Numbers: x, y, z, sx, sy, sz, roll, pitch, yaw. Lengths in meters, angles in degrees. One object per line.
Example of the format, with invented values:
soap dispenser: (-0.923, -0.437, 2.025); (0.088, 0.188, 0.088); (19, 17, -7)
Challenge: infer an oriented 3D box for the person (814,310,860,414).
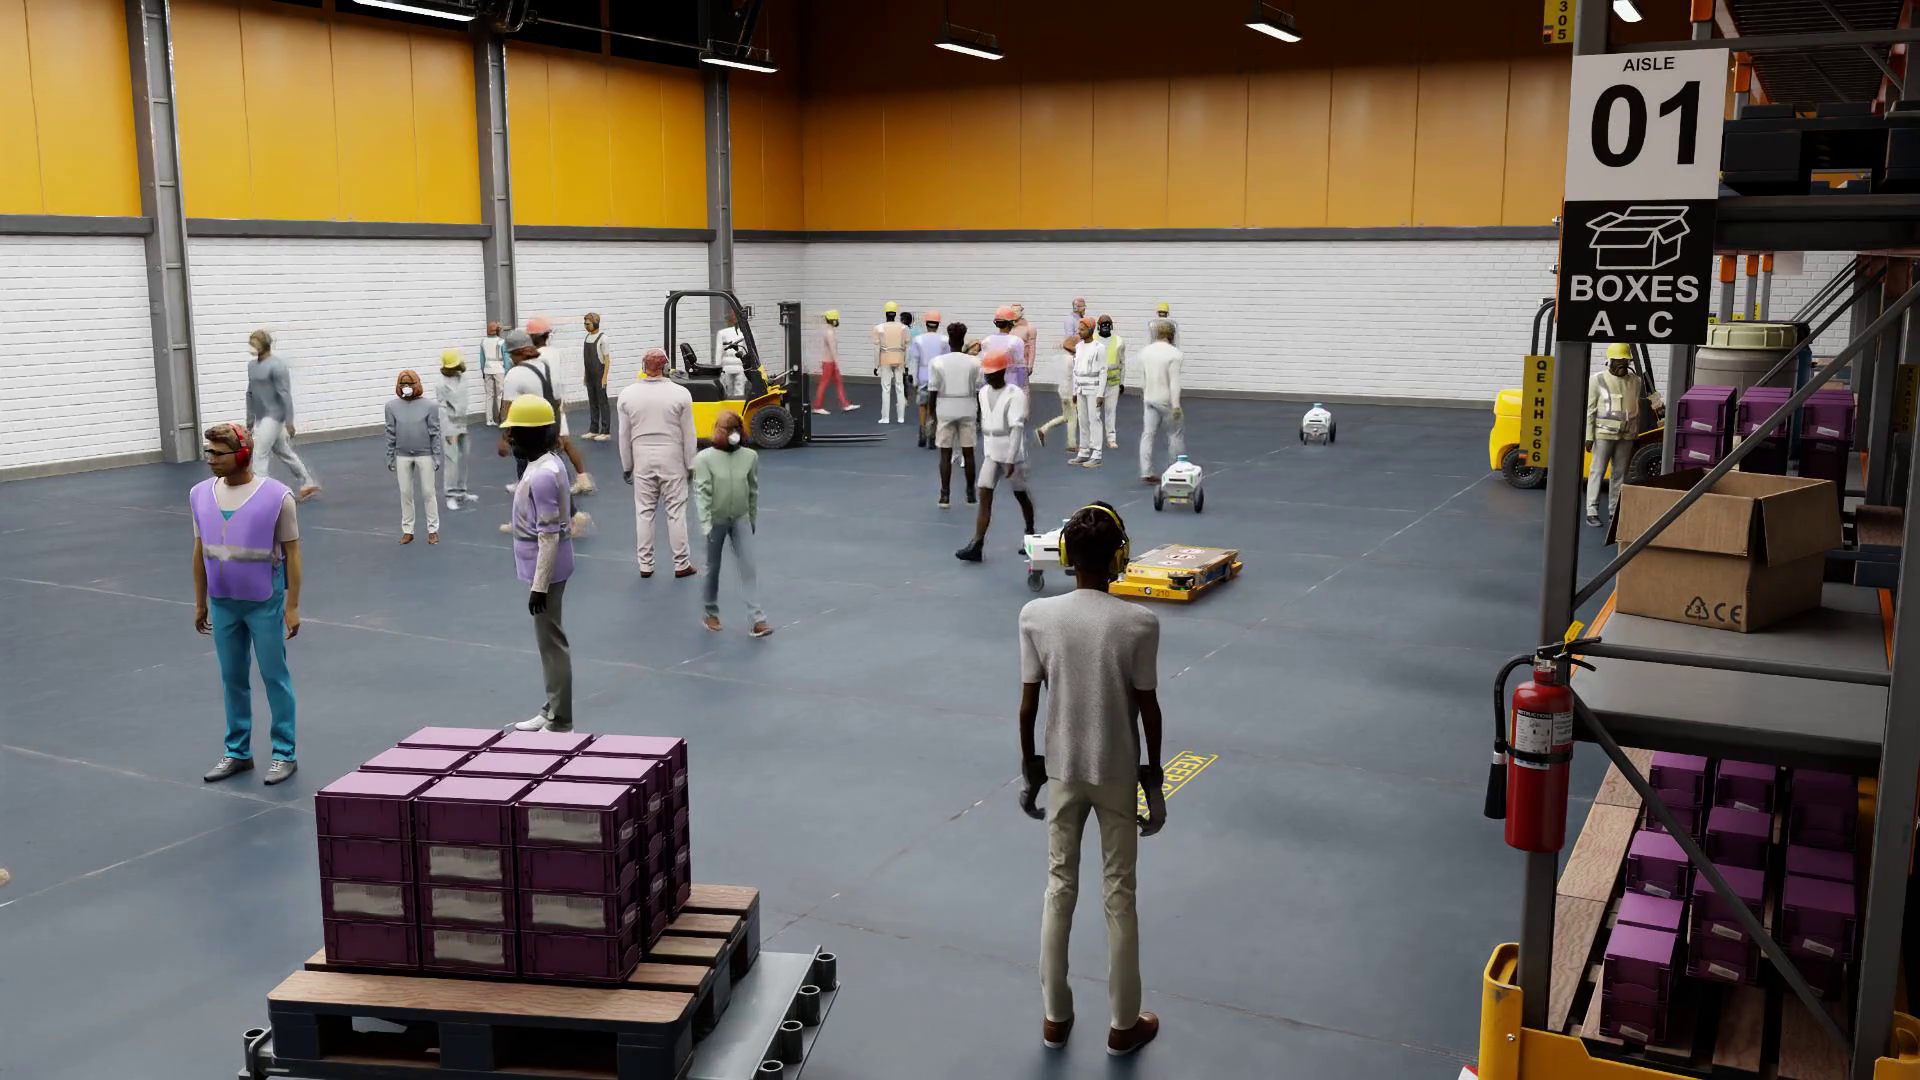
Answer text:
person: (-2.051, -2.955, 27.712); (0.848, 1.726, 0.555); (-1, 10, -7)

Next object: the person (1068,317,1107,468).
person: (1.614, -1.854, 20.917); (0.337, 1.882, 0.584); (-6, 12, -32)

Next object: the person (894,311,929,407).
person: (-0.832, -3.158, 29.060); (0.638, 1.673, 0.552); (-7, 12, -34)

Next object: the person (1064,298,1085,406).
person: (2.054, -3.221, 28.765); (0.409, 1.909, 0.642); (6, 11, 29)

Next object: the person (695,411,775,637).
person: (-1.596, -0.101, 11.618); (0.506, 1.593, 0.847); (-5, 11, -29)

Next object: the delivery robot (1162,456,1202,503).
delivery robot: (2.334, -0.645, 17.488); (0.477, 0.478, 0.707); (3, 10, 15)

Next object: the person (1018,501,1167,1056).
person: (0.443, 0.801, 5.595); (0.521, 1.869, 0.328); (3, 10, 19)

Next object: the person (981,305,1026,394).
person: (0.555, -1.862, 20.491); (0.608, 2.048, 0.368); (6, 12, 32)

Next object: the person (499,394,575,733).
person: (-2.296, 0.165, 9.104); (0.363, 1.928, 0.587); (-3, 10, -15)

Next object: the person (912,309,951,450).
person: (-0.377, -2.198, 22.815); (0.545, 1.917, 0.523); (1, 10, 3)

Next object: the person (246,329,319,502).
person: (-7.301, -1.281, 17.619); (0.642, 1.893, 1.047); (9, 13, 41)

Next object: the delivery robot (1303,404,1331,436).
delivery robot: (5.055, -1.688, 23.526); (0.477, 0.478, 0.707); (3, 10, 15)

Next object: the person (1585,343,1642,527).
person: (6.433, -1.041, 16.357); (0.603, 1.830, 0.404); (-2, 10, -11)

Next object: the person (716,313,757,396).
person: (-3.311, -2.500, 24.737); (0.596, 1.850, 0.637); (0, 10, 3)

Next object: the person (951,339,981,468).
person: (0.063, -1.710, 20.861); (0.550, 1.617, 0.332); (0, 10, 0)

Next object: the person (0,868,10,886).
person: (-4.246, 0.611, 6.816); (0.456, 1.823, 0.645); (-5, 11, -29)

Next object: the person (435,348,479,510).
person: (-5.291, -1.178, 17.542); (0.419, 1.698, 0.659); (3, 10, 18)

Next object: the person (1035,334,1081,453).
person: (1.376, -1.969, 22.394); (0.620, 1.611, 0.500); (0, 10, 3)

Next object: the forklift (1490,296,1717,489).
forklift: (7.296, -1.677, 18.993); (2.313, 2.155, 1.214); (5, 11, 27)

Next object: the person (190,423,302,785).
person: (-3.614, 0.318, 8.457); (0.573, 1.841, 0.374); (2, 10, 10)

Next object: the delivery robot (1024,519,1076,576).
delivery robot: (0.869, 0.076, 13.315); (0.707, 0.478, 0.477); (0, 10, -2)

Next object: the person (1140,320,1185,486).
person: (2.439, -1.595, 19.361); (0.921, 1.899, 0.656); (-8, 13, -39)

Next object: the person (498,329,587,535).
person: (-3.974, -1.037, 15.733); (0.969, 2.000, 0.688); (3, 10, 17)

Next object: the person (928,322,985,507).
person: (-0.035, -1.321, 17.594); (0.612, 1.963, 0.361); (-1, 10, -4)

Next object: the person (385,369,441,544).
person: (-5.038, -0.762, 15.348); (0.501, 1.626, 0.282); (-1, 10, -4)

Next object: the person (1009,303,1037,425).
person: (0.870, -2.764, 26.119); (0.642, 1.909, 0.410); (5, 11, 25)

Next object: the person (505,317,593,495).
person: (-4.569, -1.473, 18.420); (1.068, 1.988, 0.620); (3, 10, 17)

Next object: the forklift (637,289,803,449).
forklift: (-3.358, -2.392, 23.136); (2.313, 2.155, 1.214); (-1, 10, -5)

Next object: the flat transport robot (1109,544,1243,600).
flat transport robot: (1.765, 0.242, 13.449); (0.652, 0.197, 1.431); (5, 11, 26)

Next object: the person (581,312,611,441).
person: (-5.226, -2.339, 23.861); (0.505, 1.839, 0.344); (8, 13, 40)

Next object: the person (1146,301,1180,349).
person: (3.608, -3.315, 29.533); (0.598, 1.828, 0.404); (2, 10, 12)

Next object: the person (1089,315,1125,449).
person: (1.975, -2.164, 22.838); (0.625, 1.844, 0.429); (-1, 10, -7)

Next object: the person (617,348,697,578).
person: (-2.485, -0.633, 13.781); (0.638, 1.911, 0.402); (1, 10, 4)

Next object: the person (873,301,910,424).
person: (-1.081, -2.781, 26.156); (0.590, 1.927, 0.367); (-3, 10, -18)

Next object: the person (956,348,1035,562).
person: (0.373, -0.747, 14.591); (0.561, 1.873, 1.035); (8, 13, 40)

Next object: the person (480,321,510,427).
person: (-7.187, -2.565, 25.748); (0.521, 1.636, 0.311); (4, 11, 22)
